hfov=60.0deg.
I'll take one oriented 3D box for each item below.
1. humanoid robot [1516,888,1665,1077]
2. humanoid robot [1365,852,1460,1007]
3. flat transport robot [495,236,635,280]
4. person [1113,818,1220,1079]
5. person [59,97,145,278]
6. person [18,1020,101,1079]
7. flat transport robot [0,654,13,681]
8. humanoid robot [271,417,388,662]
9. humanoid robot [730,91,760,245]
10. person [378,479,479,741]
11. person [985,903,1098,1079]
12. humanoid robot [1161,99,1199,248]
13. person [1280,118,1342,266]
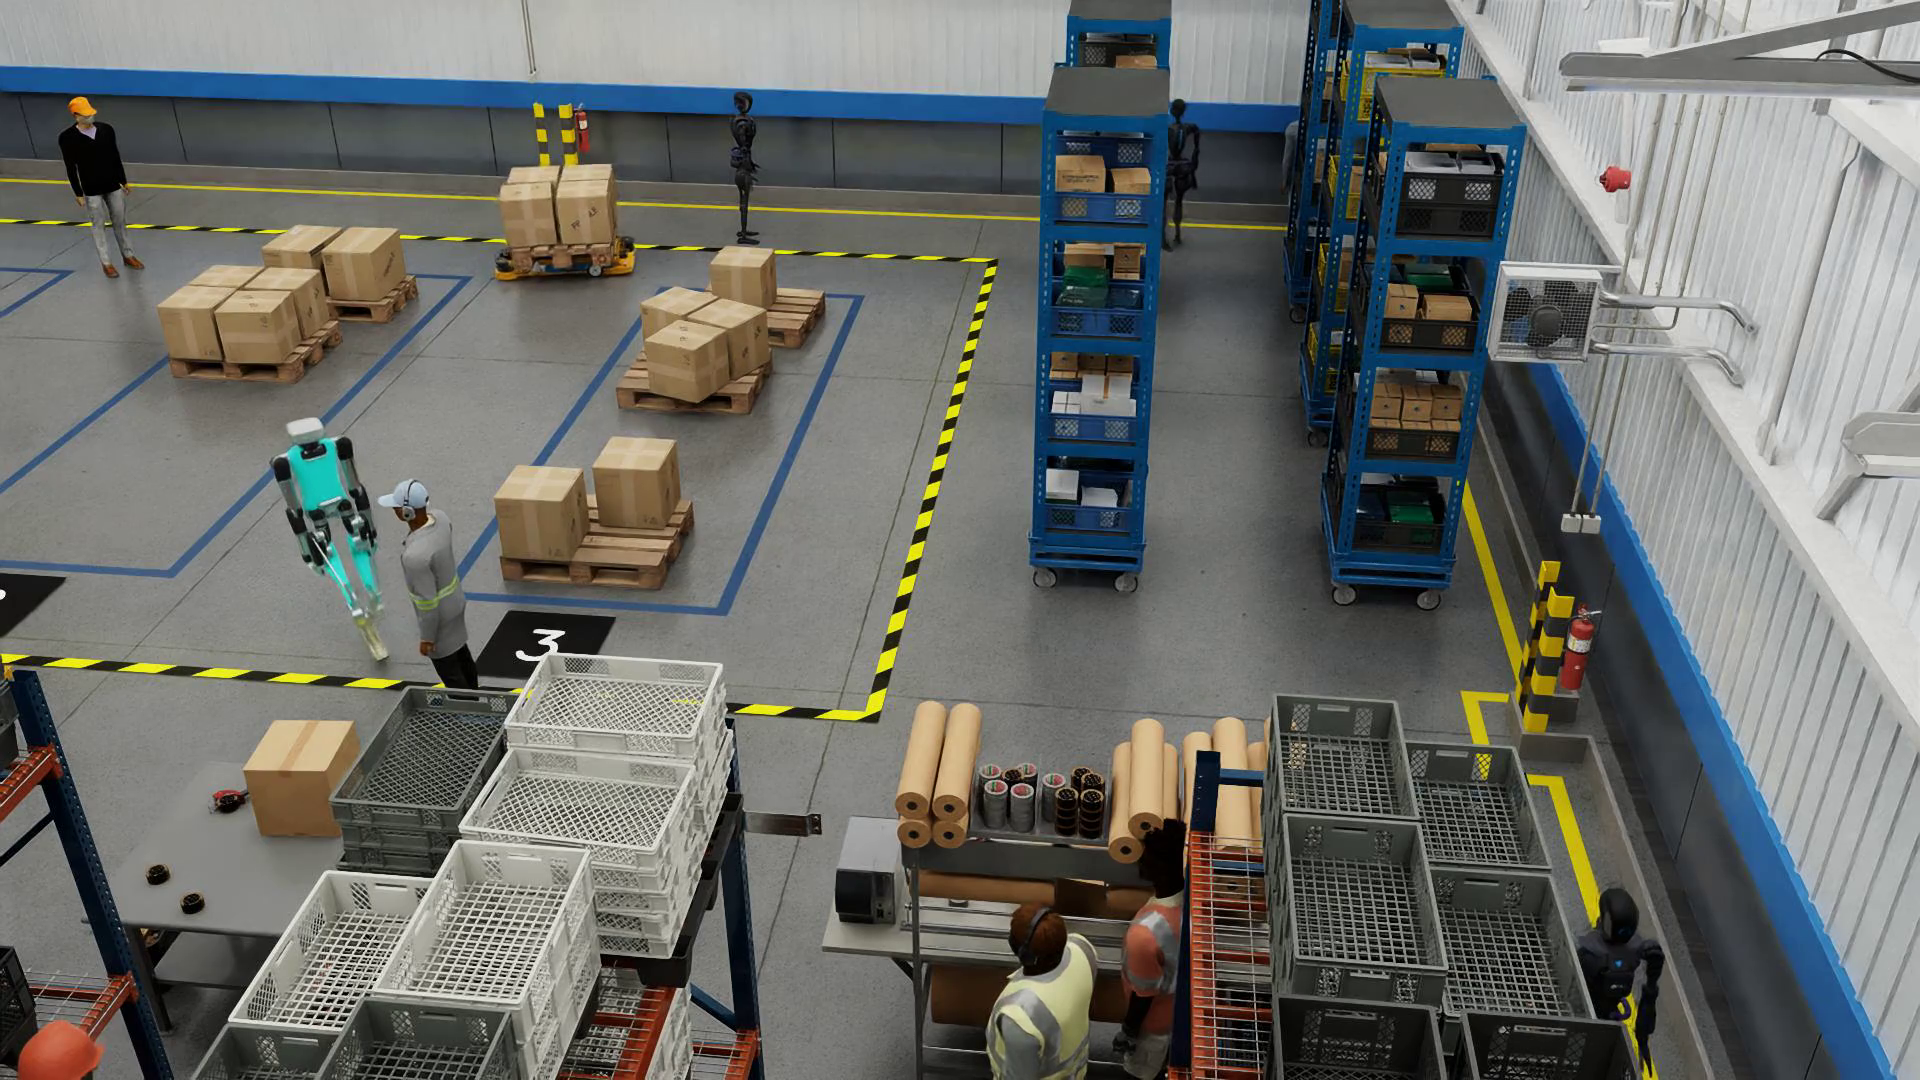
[{"bbox_3d":[2.818,2.237,7.427,0.608,1.647,0.469,-3,30,-4],"label":"humanoid robot"},{"bbox_3d":[2.212,2.035,7.819,0.602,1.624,0.735,21,36,31],"label":"humanoid robot"},{"bbox_3d":[-4.235,-3.041,17.868,1.431,0.197,0.652,-4,30,-7],"label":"flat transport robot"},{"bbox_3d":[0.896,2.041,7.482,0.364,1.965,0.608,20,36,31],"label":"person"},{"bbox_3d":[-8.998,-3.704,17.430,0.373,1.882,0.591,20,36,31],"label":"person"},{"bbox_3d":[-3.225,2.646,6.378,0.604,2.033,0.388,-6,31,-10],"label":"person"},{"bbox_3d":[-7.142,0.969,11.010,1.431,0.231,0.659,3,30,6],"label":"flat transport robot"},{"bbox_3d":[-4.089,0.065,11.082,0.537,1.729,0.958,-23,37,-34],"label":"humanoid robot"},{"bbox_3d":[-2.366,-4.122,18.342,0.315,1.653,0.599,-2,30,-3],"label":"humanoid robot"},{"bbox_3d":[-3.271,0.449,10.329,0.395,1.853,0.588,0,30,0],"label":"person"},{"bbox_3d":[0.324,2.294,7.170,0.431,1.845,0.620,17,34,27],"label":"person"},{"bbox_3d":[2.330,-3.988,18.126,0.589,1.652,0.341,-6,31,-11],"label":"humanoid robot"},{"bbox_3d":[3.681,-3.753,17.461,0.634,1.937,0.351,2,30,3],"label":"person"}]
